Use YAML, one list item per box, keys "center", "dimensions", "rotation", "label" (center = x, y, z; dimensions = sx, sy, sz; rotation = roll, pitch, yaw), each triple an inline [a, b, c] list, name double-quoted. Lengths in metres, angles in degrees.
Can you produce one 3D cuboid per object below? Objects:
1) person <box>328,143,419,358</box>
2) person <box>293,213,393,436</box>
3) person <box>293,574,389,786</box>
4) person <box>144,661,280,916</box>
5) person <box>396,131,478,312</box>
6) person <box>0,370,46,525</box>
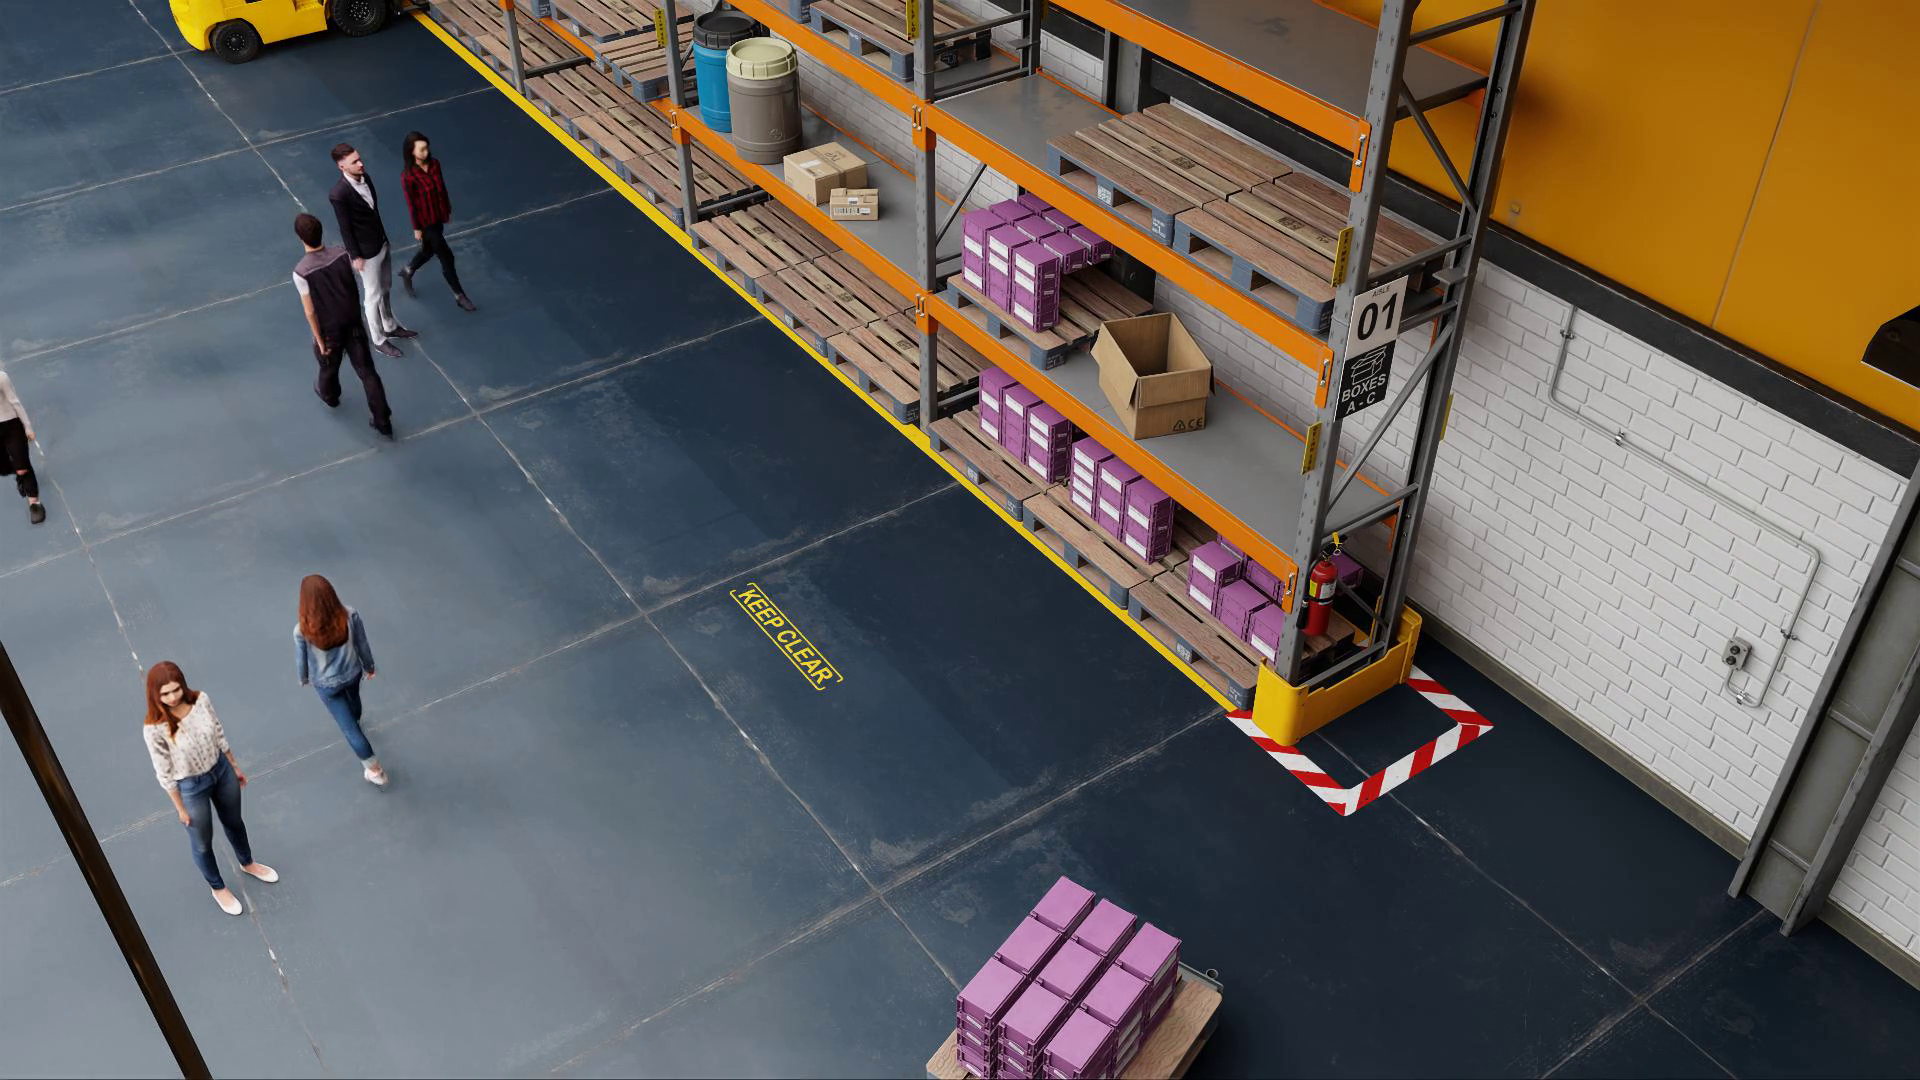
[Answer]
- center: [-4.887, -2.416, 13.721]
  dimensions: [0.787, 1.844, 0.732]
  rotation: [7, 39, 9]
  label: "person"
- center: [-4.701, -1.598, 12.730]
  dimensions: [0.784, 1.804, 1.210]
  rotation: [-31, 48, -33]
  label: "person"
- center: [-3.690, 0.859, 9.937]
  dimensions: [0.636, 1.450, 0.994]
  rotation: [-28, 46, -30]
  label: "person"
- center: [-4.167, 1.326, 9.129]
  dimensions: [0.629, 1.727, 0.643]
  rotation: [22, 43, 25]
  label: "person"
- center: [-4.643, -2.754, 14.326]
  dimensions: [1.142, 1.617, 0.954]
  rotation: [14, 41, 17]
  label: "person"
- center: [-6.926, -0.830, 12.031]
  dimensions: [0.641, 1.475, 0.792]
  rotation: [-15, 41, -17]
  label: "person"
